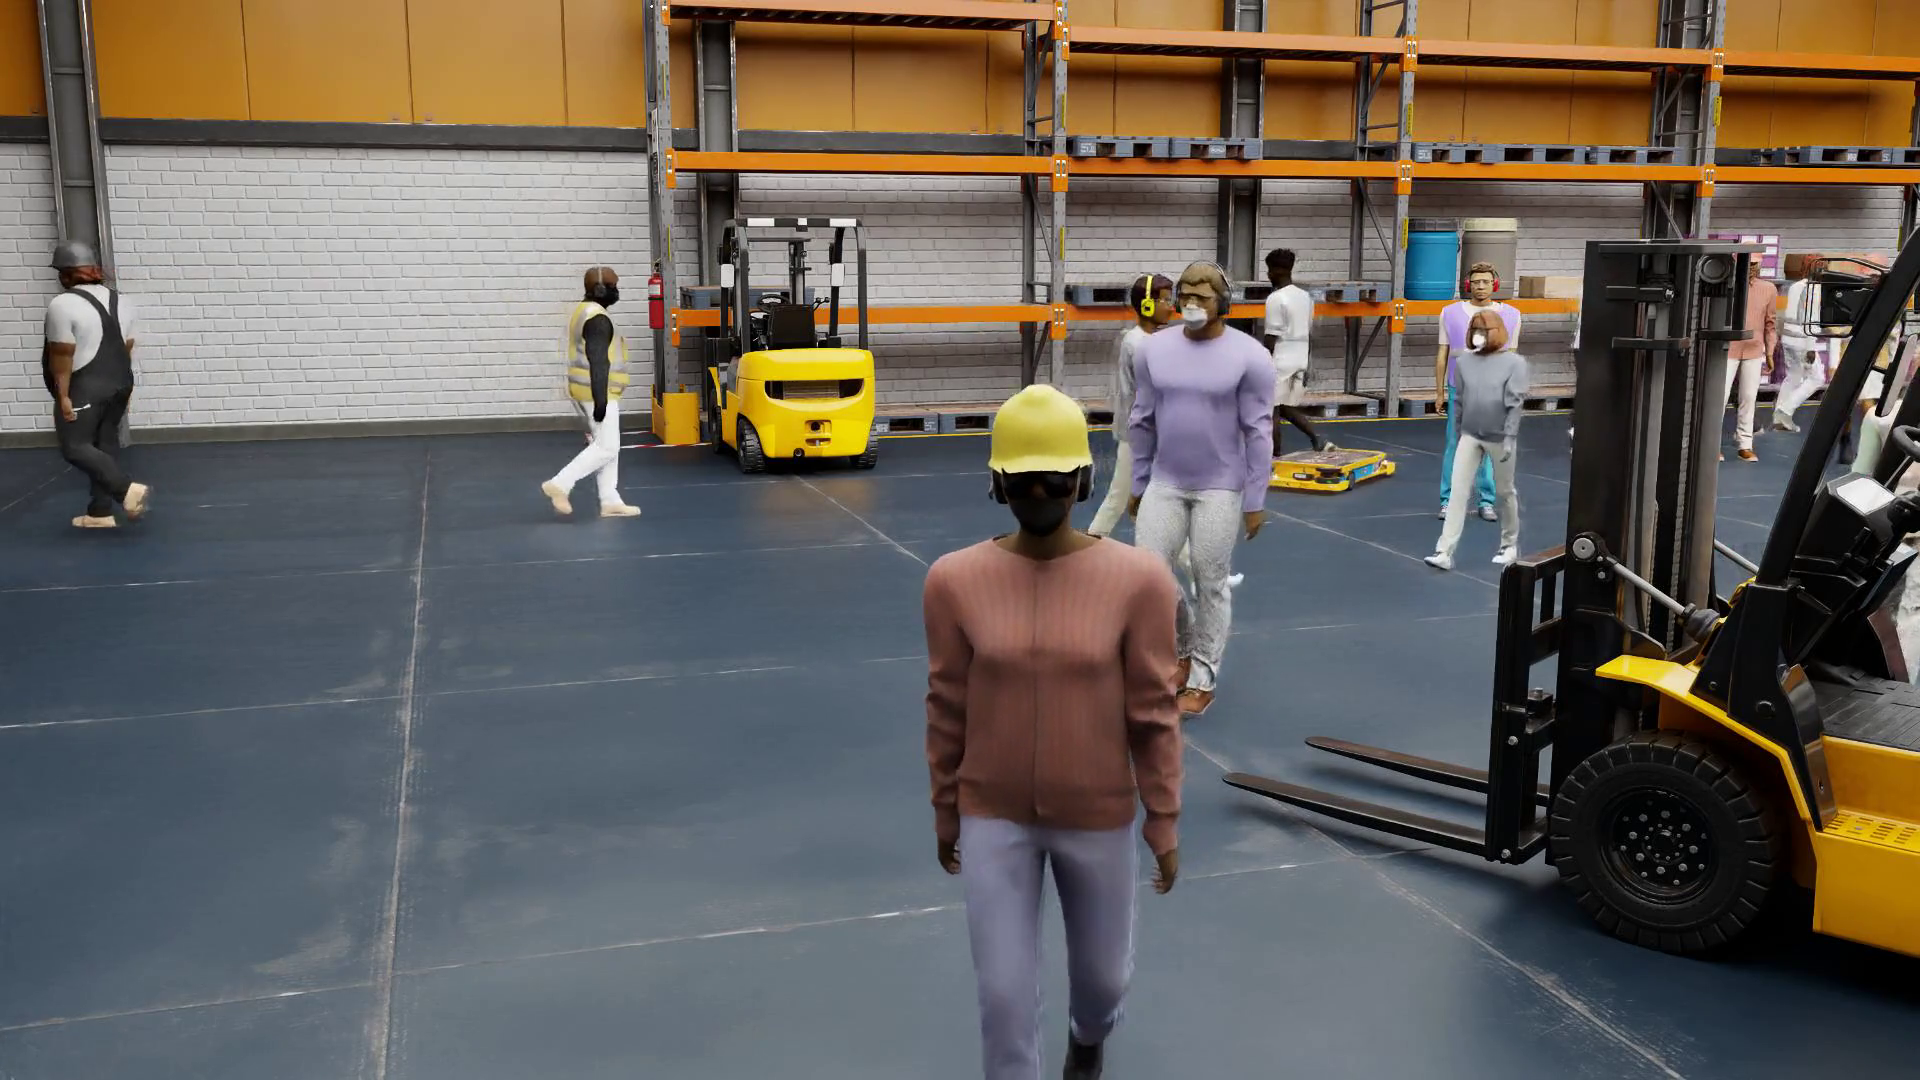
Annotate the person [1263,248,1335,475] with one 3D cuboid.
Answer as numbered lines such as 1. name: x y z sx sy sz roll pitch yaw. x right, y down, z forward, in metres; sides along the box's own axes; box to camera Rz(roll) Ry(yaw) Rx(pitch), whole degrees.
1. person: 2.791 -1.477 13.981 0.603 1.935 0.624 9 14 42

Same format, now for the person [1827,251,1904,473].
1. person: 7.830 -1.539 14.406 0.538 1.910 0.911 6 12 30

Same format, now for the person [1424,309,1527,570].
1. person: 3.186 -0.606 10.135 0.501 1.586 0.859 9 14 42

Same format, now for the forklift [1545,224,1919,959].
1. forklift: 2.909 0.117 4.508 2.313 2.155 1.214 9 14 40

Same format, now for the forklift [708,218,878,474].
1. forklift: -1.522 -1.778 14.899 1.214 2.155 2.313 -3 11 -17

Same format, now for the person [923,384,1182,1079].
1. person: 0.191 0.536 3.440 0.528 1.743 0.735 1 10 8

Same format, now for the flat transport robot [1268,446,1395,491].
1. flat transport robot: 3.042 -0.601 13.721 0.652 0.197 1.431 7 12 32

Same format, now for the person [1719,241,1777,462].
1. person: 7.024 -1.685 14.975 0.622 1.987 0.405 0 10 1

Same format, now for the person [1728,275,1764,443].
1. person: 7.432 -1.777 15.992 0.819 1.813 0.520 -3 11 -16

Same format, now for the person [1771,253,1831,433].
1. person: 8.629 -1.998 17.036 0.457 1.854 0.630 0 10 0

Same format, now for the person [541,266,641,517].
1. person: -2.645 -1.037 11.875 0.619 1.824 0.628 -4 11 -20

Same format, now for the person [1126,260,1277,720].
1. person: 0.991 -0.201 6.986 0.655 1.926 0.435 6 12 29

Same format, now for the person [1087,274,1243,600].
1. person: 1.060 -0.541 9.154 0.993 1.814 0.541 2 11 10

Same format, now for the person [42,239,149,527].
1. person: -5.918 -1.064 11.408 0.727 2.000 0.684 2 11 13

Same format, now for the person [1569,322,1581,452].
1. person: 5.956 -1.738 15.491 0.448 1.895 0.707 -2 10 -9

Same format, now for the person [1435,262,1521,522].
1. person: 3.688 -1.056 11.897 0.565 1.846 0.390 2 11 11

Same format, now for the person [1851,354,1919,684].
1. person: 4.003 -0.025 6.941 0.530 1.576 0.898 9 13 39
